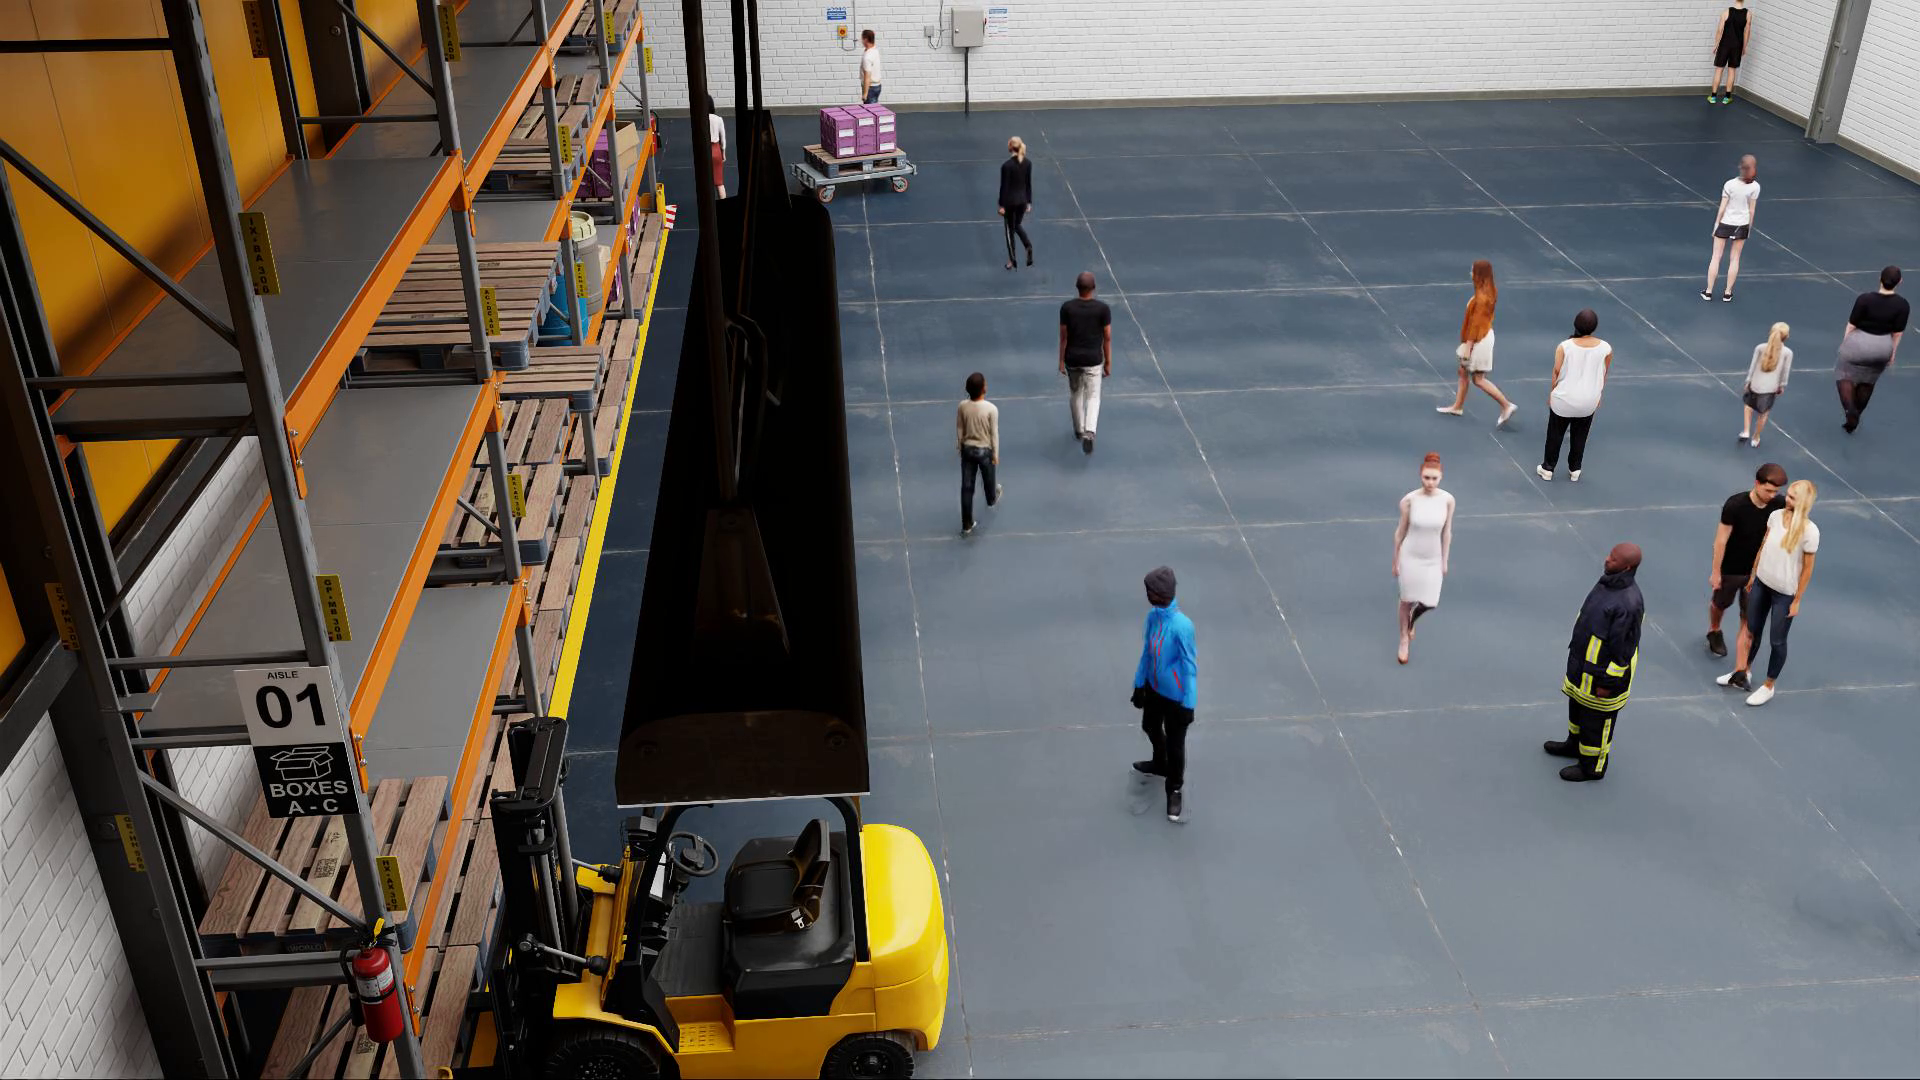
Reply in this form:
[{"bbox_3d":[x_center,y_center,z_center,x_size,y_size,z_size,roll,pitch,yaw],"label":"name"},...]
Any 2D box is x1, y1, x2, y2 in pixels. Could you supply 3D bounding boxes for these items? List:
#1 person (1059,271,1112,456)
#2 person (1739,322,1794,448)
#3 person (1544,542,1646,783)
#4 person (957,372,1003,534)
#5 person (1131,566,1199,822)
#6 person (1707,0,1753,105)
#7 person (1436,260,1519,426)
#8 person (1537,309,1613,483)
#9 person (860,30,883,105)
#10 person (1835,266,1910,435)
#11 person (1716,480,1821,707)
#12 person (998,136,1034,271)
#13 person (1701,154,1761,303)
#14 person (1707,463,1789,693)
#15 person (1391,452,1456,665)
[{"bbox_3d":[1.183,-1.677,15.984,0.808,1.782,1.123,4,29,7],"label":"person"},{"bbox_3d":[7.836,-1.499,16.198,0.631,1.266,0.681,13,31,23],"label":"person"},{"bbox_3d":[4.405,0.805,11.392,0.829,1.823,0.636,1,29,2],"label":"person"},{"bbox_3d":[0.124,-0.733,14.620,0.811,1.432,1.055,8,30,15],"label":"person"},{"bbox_3d":[1.432,1.025,11.045,0.726,1.769,0.897,23,36,36],"label":"person"},{"bbox_3d":[13.030,-8.353,28.109,0.760,1.892,0.748,10,30,18],"label":"person"},{"bbox_3d":[5.256,-1.937,16.562,0.962,1.686,1.047,12,31,21],"label":"person"},{"bbox_3d":[5.715,-1.353,15.489,0.697,1.688,0.665,3,29,5],"label":"person"},{"bbox_3d":[-1.337,-6.858,25.411,0.792,1.851,0.636,7,29,13],"label":"person"},{"bbox_3d":[8.873,-1.796,16.246,0.853,1.741,0.997,8,30,14],"label":"person"},{"bbox_3d":[6.004,0.368,12.208,0.719,1.808,0.533,-11,30,-19],"label":"person"},{"bbox_3d":[0.735,-4.111,20.537,0.796,1.696,0.863,-22,35,-34],"label":"person"},{"bbox_3d":[9.158,-3.698,19.720,0.637,1.753,0.657,8,30,14],"label":"person"},{"bbox_3d":[5.915,0.173,12.587,1.002,1.788,1.329,5,29,9],"label":"person"},{"bbox_3d":[3.494,0.128,12.677,0.651,1.781,0.746,3,29,5],"label":"person"}]
